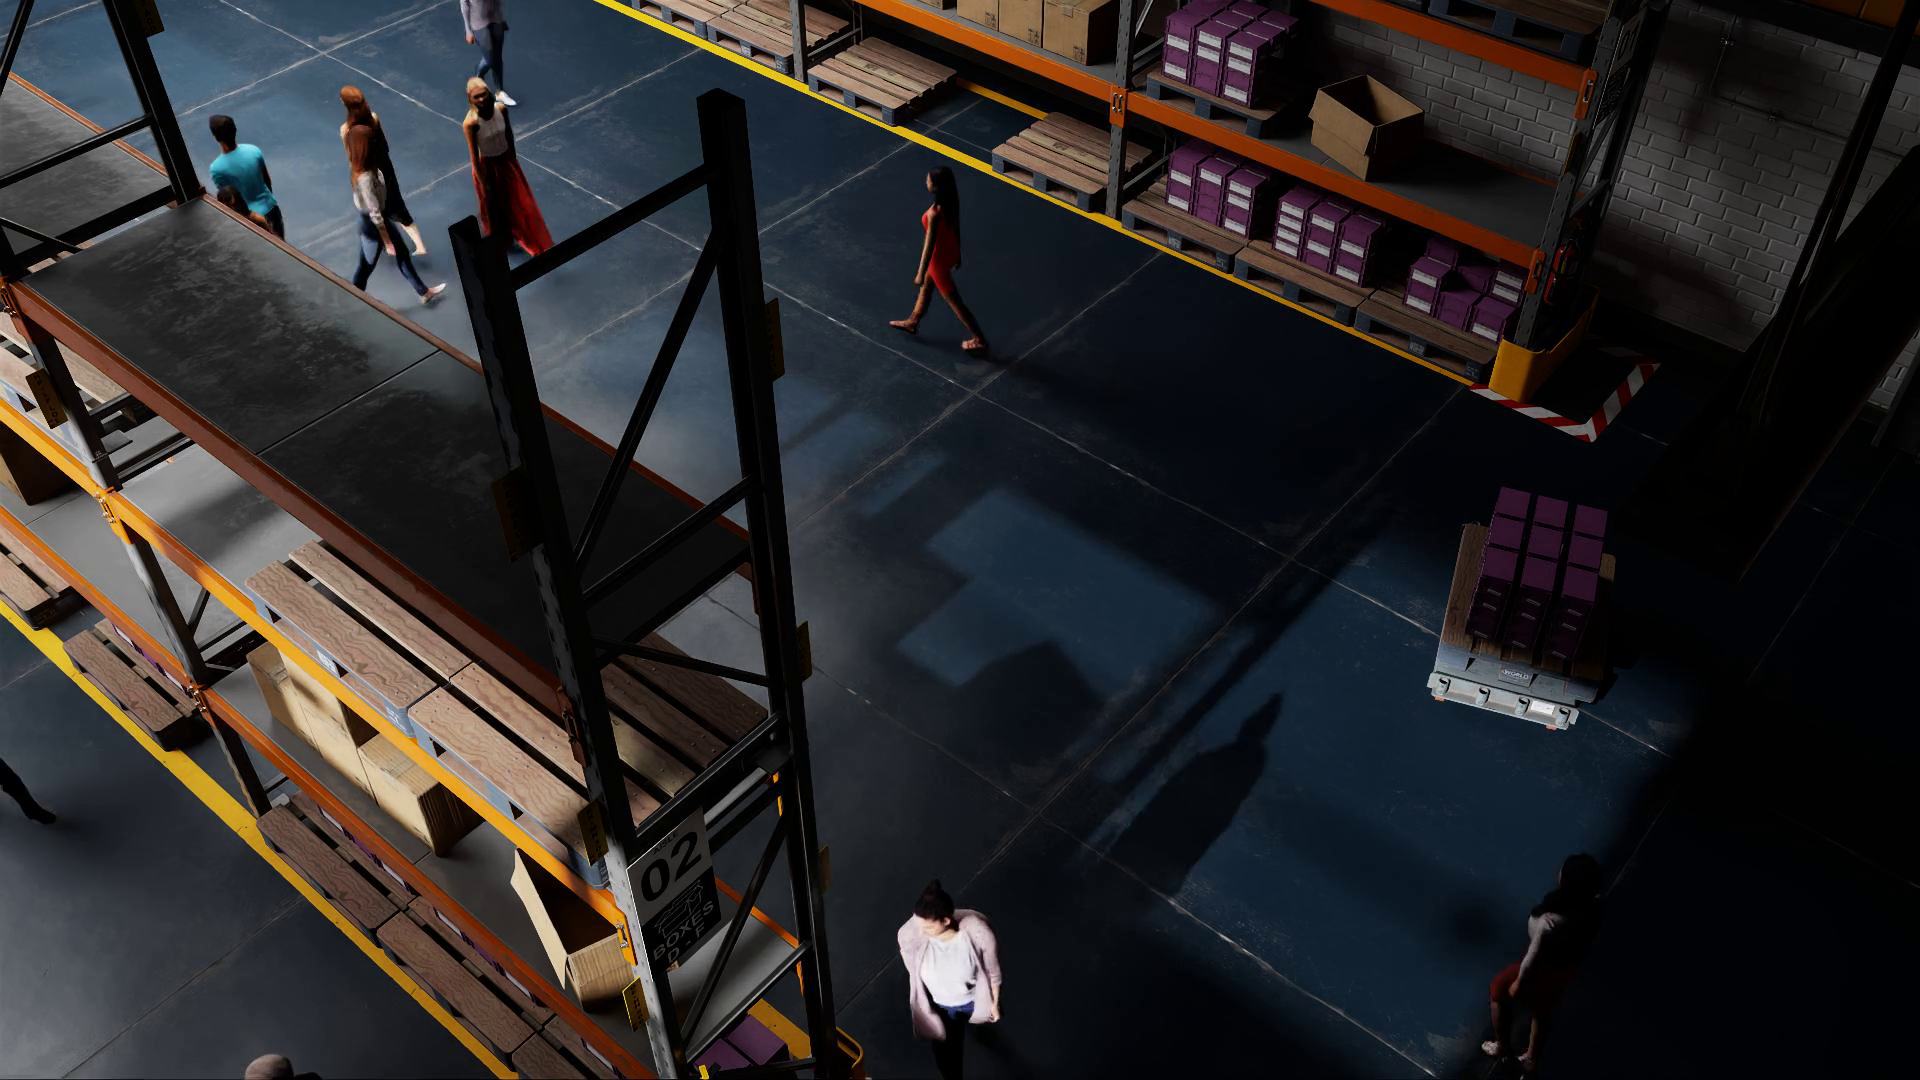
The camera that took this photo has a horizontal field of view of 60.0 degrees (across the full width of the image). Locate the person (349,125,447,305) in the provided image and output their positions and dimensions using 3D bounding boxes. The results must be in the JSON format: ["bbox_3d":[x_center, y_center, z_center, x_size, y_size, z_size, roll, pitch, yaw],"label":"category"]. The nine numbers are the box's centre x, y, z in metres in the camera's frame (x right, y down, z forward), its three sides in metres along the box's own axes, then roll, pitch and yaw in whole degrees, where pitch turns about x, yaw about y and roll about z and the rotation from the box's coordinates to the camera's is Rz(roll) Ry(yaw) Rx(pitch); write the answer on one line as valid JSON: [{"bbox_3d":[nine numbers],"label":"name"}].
[{"bbox_3d":[-4.908,-2.581,13.755,1.148,1.681,1.109,-4,44,-5],"label":"person"}]

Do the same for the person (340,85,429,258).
[{"bbox_3d":[-5.018,-3.147,14.415,1.053,1.591,0.585,31,52,28],"label":"person"}]

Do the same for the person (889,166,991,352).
[{"bbox_3d":[-0.068,-2.206,13.369,1.214,1.671,0.853,16,46,16],"label":"person"}]

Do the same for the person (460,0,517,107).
[{"bbox_3d":[-4.738,-5.108,16.376,0.695,1.725,0.657,26,49,25],"label":"person"}]

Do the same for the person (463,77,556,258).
[{"bbox_3d":[-4.069,-3.209,14.368,1.275,1.746,0.705,32,52,29],"label":"person"}]

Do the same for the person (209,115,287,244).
[{"bbox_3d":[-5.787,-2.674,13.821,0.732,1.726,1.171,-34,53,-30],"label":"person"}]

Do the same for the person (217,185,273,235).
[{"bbox_3d":[-5.617,-2.130,13.295,0.814,1.662,1.082,-20,47,-20],"label":"person"}]

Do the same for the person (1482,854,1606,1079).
[{"bbox_3d":[3.064,2.299,8.592,0.740,1.737,0.744,-18,46,-18],"label":"person"}]

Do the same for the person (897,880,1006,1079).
[{"bbox_3d":[-0.016,2.238,8.680,1.108,1.705,1.159,-5,44,-5],"label":"person"}]
